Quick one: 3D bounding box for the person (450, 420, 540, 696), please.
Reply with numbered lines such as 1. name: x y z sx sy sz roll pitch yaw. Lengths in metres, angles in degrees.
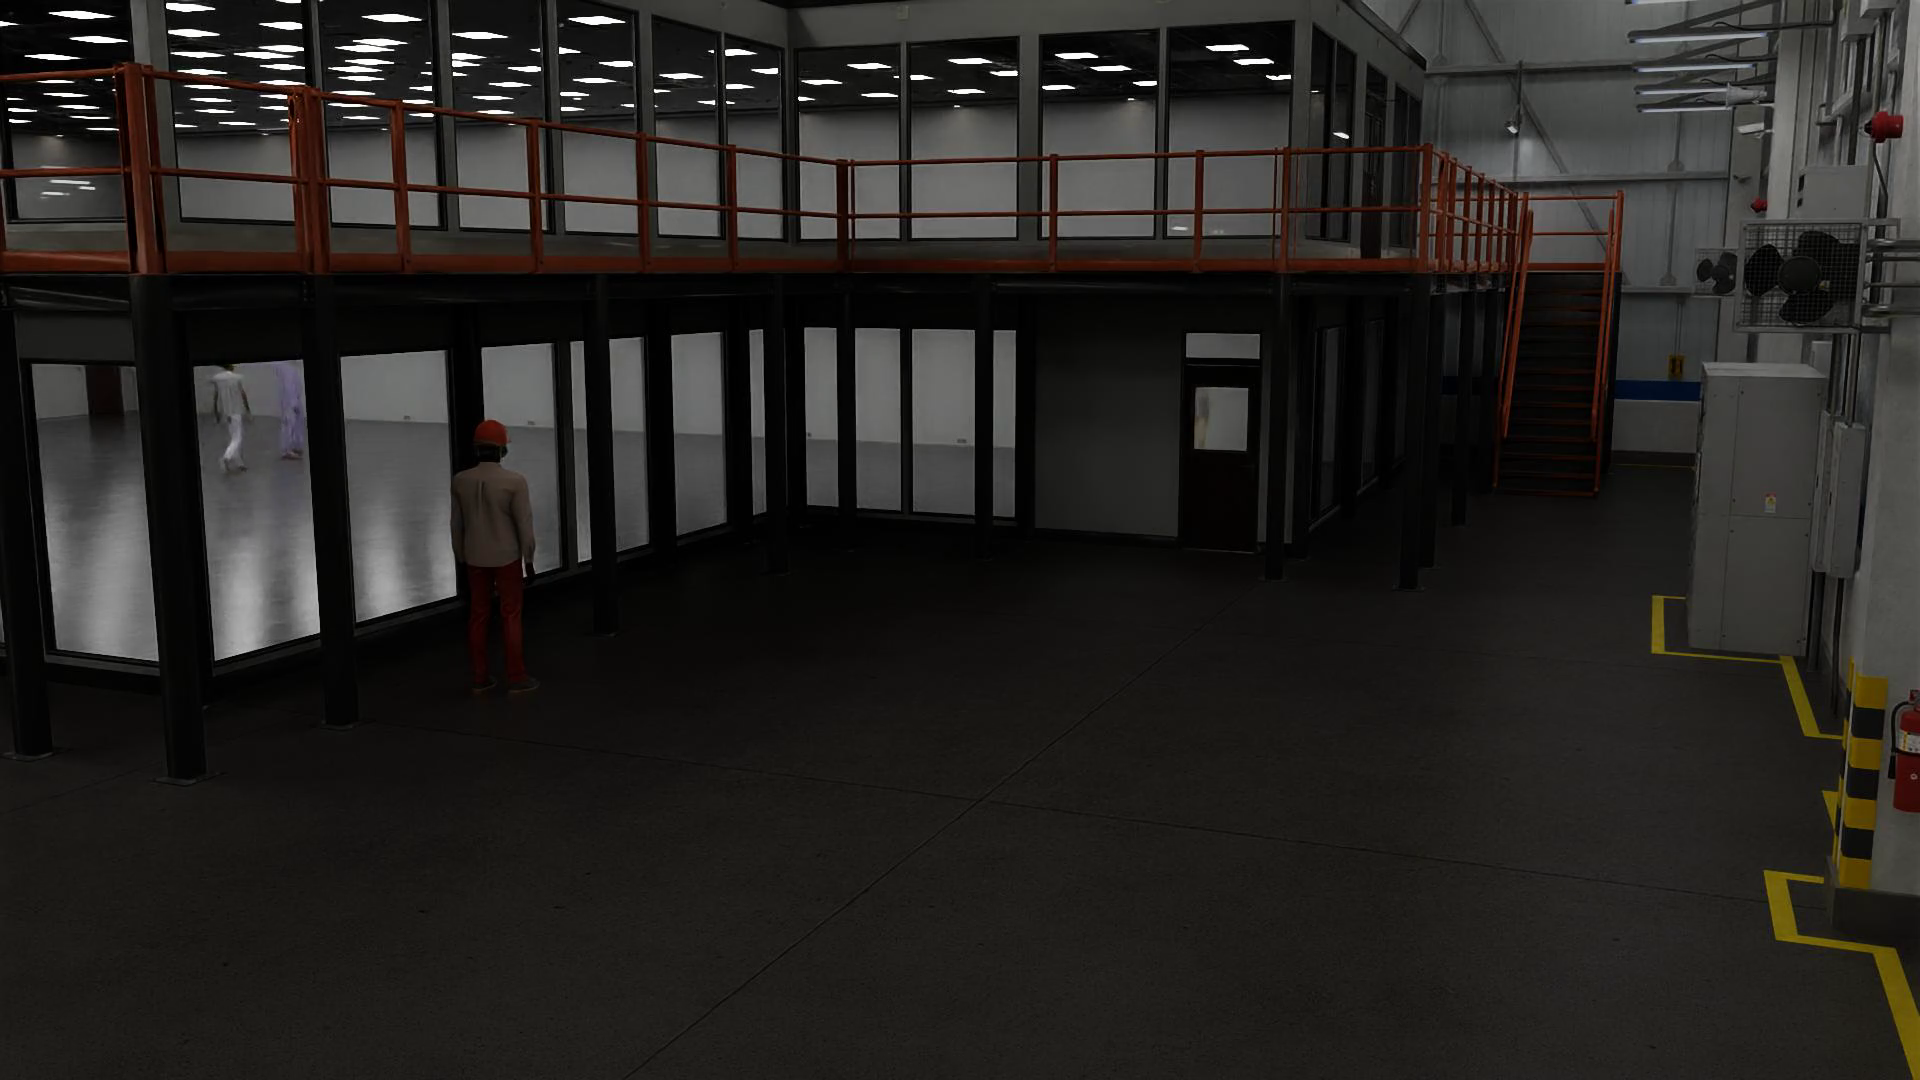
1. person: -3.345 0.130 11.989 0.624 1.993 0.388 2 9 12
